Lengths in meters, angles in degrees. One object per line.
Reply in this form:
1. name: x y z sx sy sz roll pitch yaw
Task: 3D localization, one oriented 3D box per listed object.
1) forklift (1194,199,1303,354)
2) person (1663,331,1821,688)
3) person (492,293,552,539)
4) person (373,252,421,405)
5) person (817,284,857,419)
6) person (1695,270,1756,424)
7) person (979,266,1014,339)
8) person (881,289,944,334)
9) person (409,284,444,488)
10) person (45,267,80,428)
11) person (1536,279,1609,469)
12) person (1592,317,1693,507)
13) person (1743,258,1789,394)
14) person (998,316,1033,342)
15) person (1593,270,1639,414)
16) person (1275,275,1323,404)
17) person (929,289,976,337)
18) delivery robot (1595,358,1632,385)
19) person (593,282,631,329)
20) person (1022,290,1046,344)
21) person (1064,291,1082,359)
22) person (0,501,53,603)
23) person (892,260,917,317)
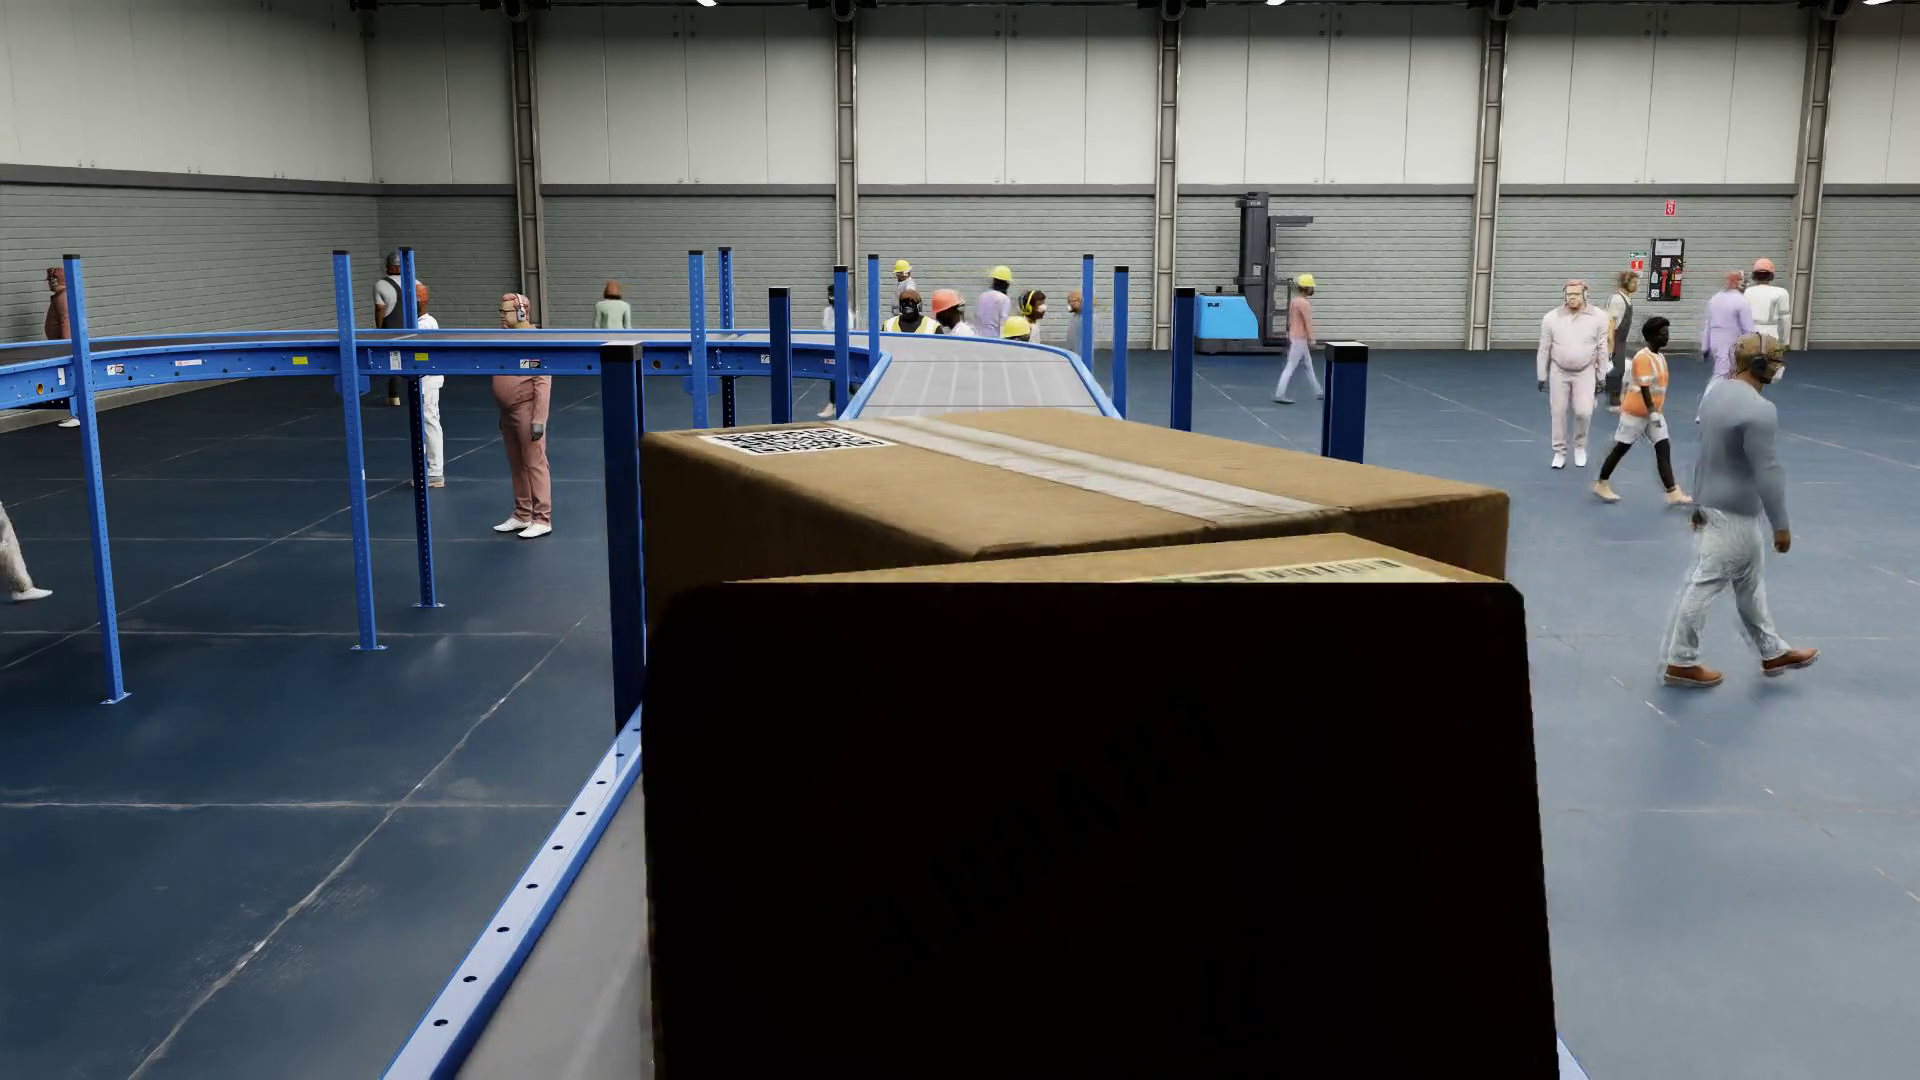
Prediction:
1. forklift: 5.313 -4.851 30.603 1.873 2.768 1.129 0 11 1
2. person: 4.242 -0.142 8.809 0.941 1.900 0.664 1 11 6
3. person: -3.466 -0.979 13.103 0.407 1.910 0.638 -10 15 -42
4. person: -7.545 -2.824 22.350 0.681 2.000 0.536 -8 14 -36
5. person: -1.510 -2.405 21.035 0.767 1.676 0.533 -10 15 -41
6. person: 9.346 -2.314 20.088 0.985 1.855 0.668 -2 11 -11
7. person: 0.509 -2.458 20.752 0.849 1.881 0.579 -10 15 -41
8. person: -0.463 -1.401 15.439 0.621 1.845 0.429 2 11 10
9. person: -5.006 -1.440 15.529 0.355 1.885 0.575 -3 11 -13
10. person: -10.729 -2.309 19.950 0.400 1.905 0.643 -4 12 -20
11. person: 6.092 -1.648 16.589 0.671 1.888 0.449 5 12 24
12. person: 5.980 -1.119 14.489 0.531 1.648 0.893 -10 15 -41
13. person: 9.892 -2.487 20.617 0.618 2.006 1.013 9 14 39
14. person: 0.621 -0.959 13.505 0.845 1.719 0.552 -5 12 -24
15. person: 8.355 -2.529 21.269 0.522 1.829 0.542 8 13 34
16. person: 4.670 -2.698 22.420 0.903 1.720 0.548 0 11 -2
17. person: -0.072 -1.241 14.547 0.960 1.863 0.611 2 11 8
18. delivery robot: 9.513 -2.441 23.969 0.707 0.478 0.477 -2 11 -12
19. person: -4.884 -2.838 23.455 0.506 1.599 0.821 -6 12 -28
20. person: 0.680 -1.510 16.104 0.989 1.801 0.654 3 11 15
21. person: 1.473 -2.232 20.317 0.417 1.612 0.501 -4 12 -18
22. person: -6.379 -0.333 10.603 0.525 1.593 0.859 7 13 32
23. person: -0.882 -3.528 26.408 0.403 1.826 0.586 -3 11 -13
